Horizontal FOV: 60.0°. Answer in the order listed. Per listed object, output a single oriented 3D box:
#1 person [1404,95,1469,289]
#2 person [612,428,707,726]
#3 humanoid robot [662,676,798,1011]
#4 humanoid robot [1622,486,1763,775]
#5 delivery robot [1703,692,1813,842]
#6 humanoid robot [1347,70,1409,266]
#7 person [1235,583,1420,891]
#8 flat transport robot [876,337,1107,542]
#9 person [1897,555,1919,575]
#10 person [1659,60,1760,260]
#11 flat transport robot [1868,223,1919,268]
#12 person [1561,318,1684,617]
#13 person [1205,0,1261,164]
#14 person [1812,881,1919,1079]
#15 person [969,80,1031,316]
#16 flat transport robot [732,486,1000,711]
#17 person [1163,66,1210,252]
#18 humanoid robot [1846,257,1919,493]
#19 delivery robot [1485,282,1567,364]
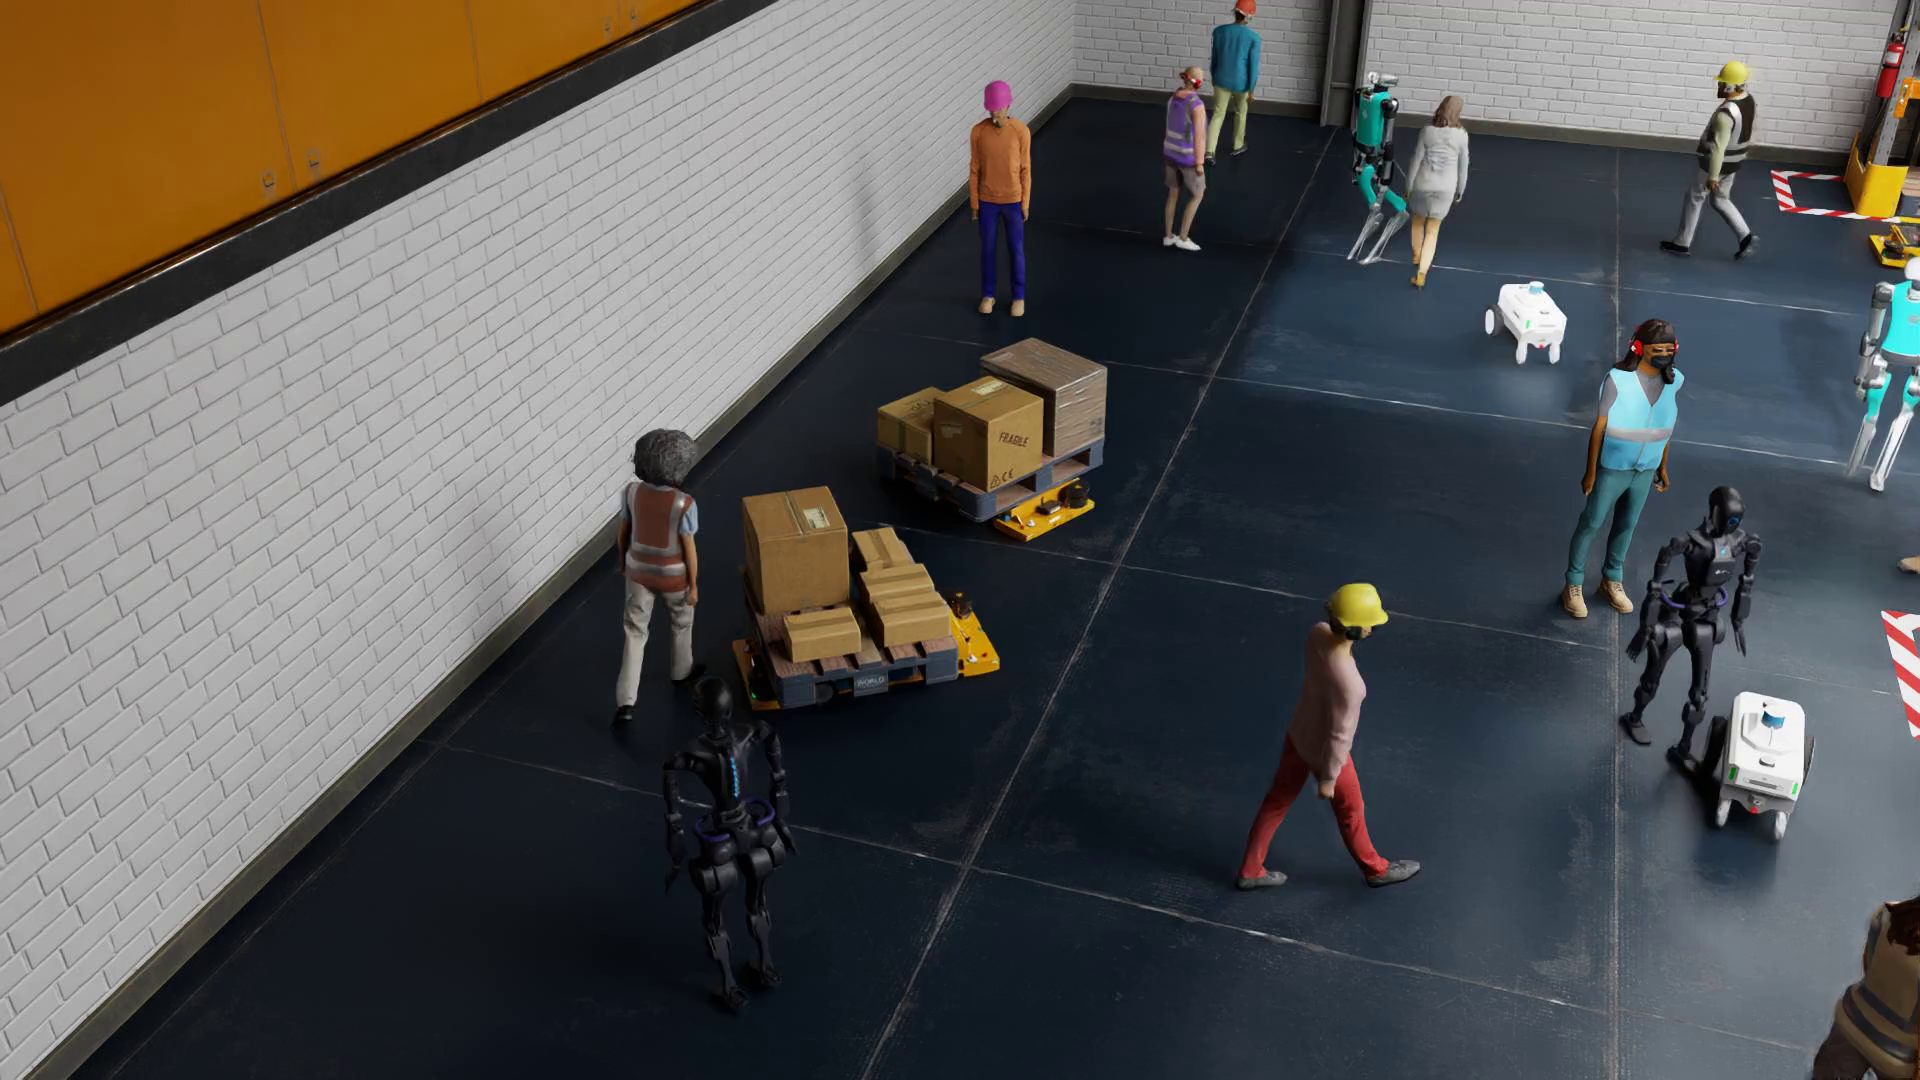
[{"bbox_3d":[4.135,-3.058,14.483,0.511,1.610,0.839,8,31,13],"label":"person"},{"bbox_3d":[-1.644,0.217,8.887,0.503,1.655,0.743,7,31,12],"label":"person"},{"bbox_3d":[-0.973,1.280,7.054,0.590,1.651,0.326,-17,34,-26],"label":"humanoid robot"},{"bbox_3d":[3.756,0.419,8.534,0.601,1.630,0.581,-2,30,-3],"label":"humanoid robot"},{"bbox_3d":[4.084,1.104,8.476,0.499,0.606,0.796,13,33,21],"label":"delivery robot"},{"bbox_3d":[3.779,-3.254,14.747,0.665,1.842,0.538,-12,33,-20],"label":"humanoid robot"},{"bbox_3d":[1.733,0.923,7.616,0.895,1.720,0.535,-6,31,-10],"label":"person"},{"bbox_3d":[0.172,-0.421,11.342,0.659,0.231,1.431,-26,39,-37],"label":"flat transport robot"},{"bbox_3d":[6.360,-0.669,10.275,0.929,1.794,0.498,-13,33,-21],"label":"person"},{"bbox_3d":[6.830,-3.358,14.818,0.581,1.801,0.757,-23,38,-34],"label":"person"},{"bbox_3d":[9.085,-2.610,15.066,1.431,0.231,0.659,8,31,13],"label":"flat transport robot"},{"bbox_3d":[3.904,-0.420,9.765,0.525,1.866,0.391,-4,31,-7],"label":"person"},{"bbox_3d":[2.855,-4.812,17.375,0.570,1.713,0.812,15,33,23],"label":"person"},{"bbox_3d":[3.447,1.815,6.080,0.788,1.743,0.464,-12,33,-20],"label":"person"},{"bbox_3d":[0.325,-2.821,13.750,0.517,1.973,0.401,5,31,8],"label":"person"},{"bbox_3d":[-0.550,0.622,9.567,1.431,0.231,0.659,-9,32,-14],"label":"flat transport robot"},{"bbox_3d":[2.030,-3.449,15.090,0.364,1.688,0.520,-18,35,-27],"label":"person"},{"bbox_3d":[6.240,-1.069,11.091,0.560,1.861,0.839,17,34,26],"label":"humanoid robot"},{"bbox_3d":[4.586,-1.788,13.384,0.499,0.593,0.789,-1,30,-1],"label":"delivery robot"}]
